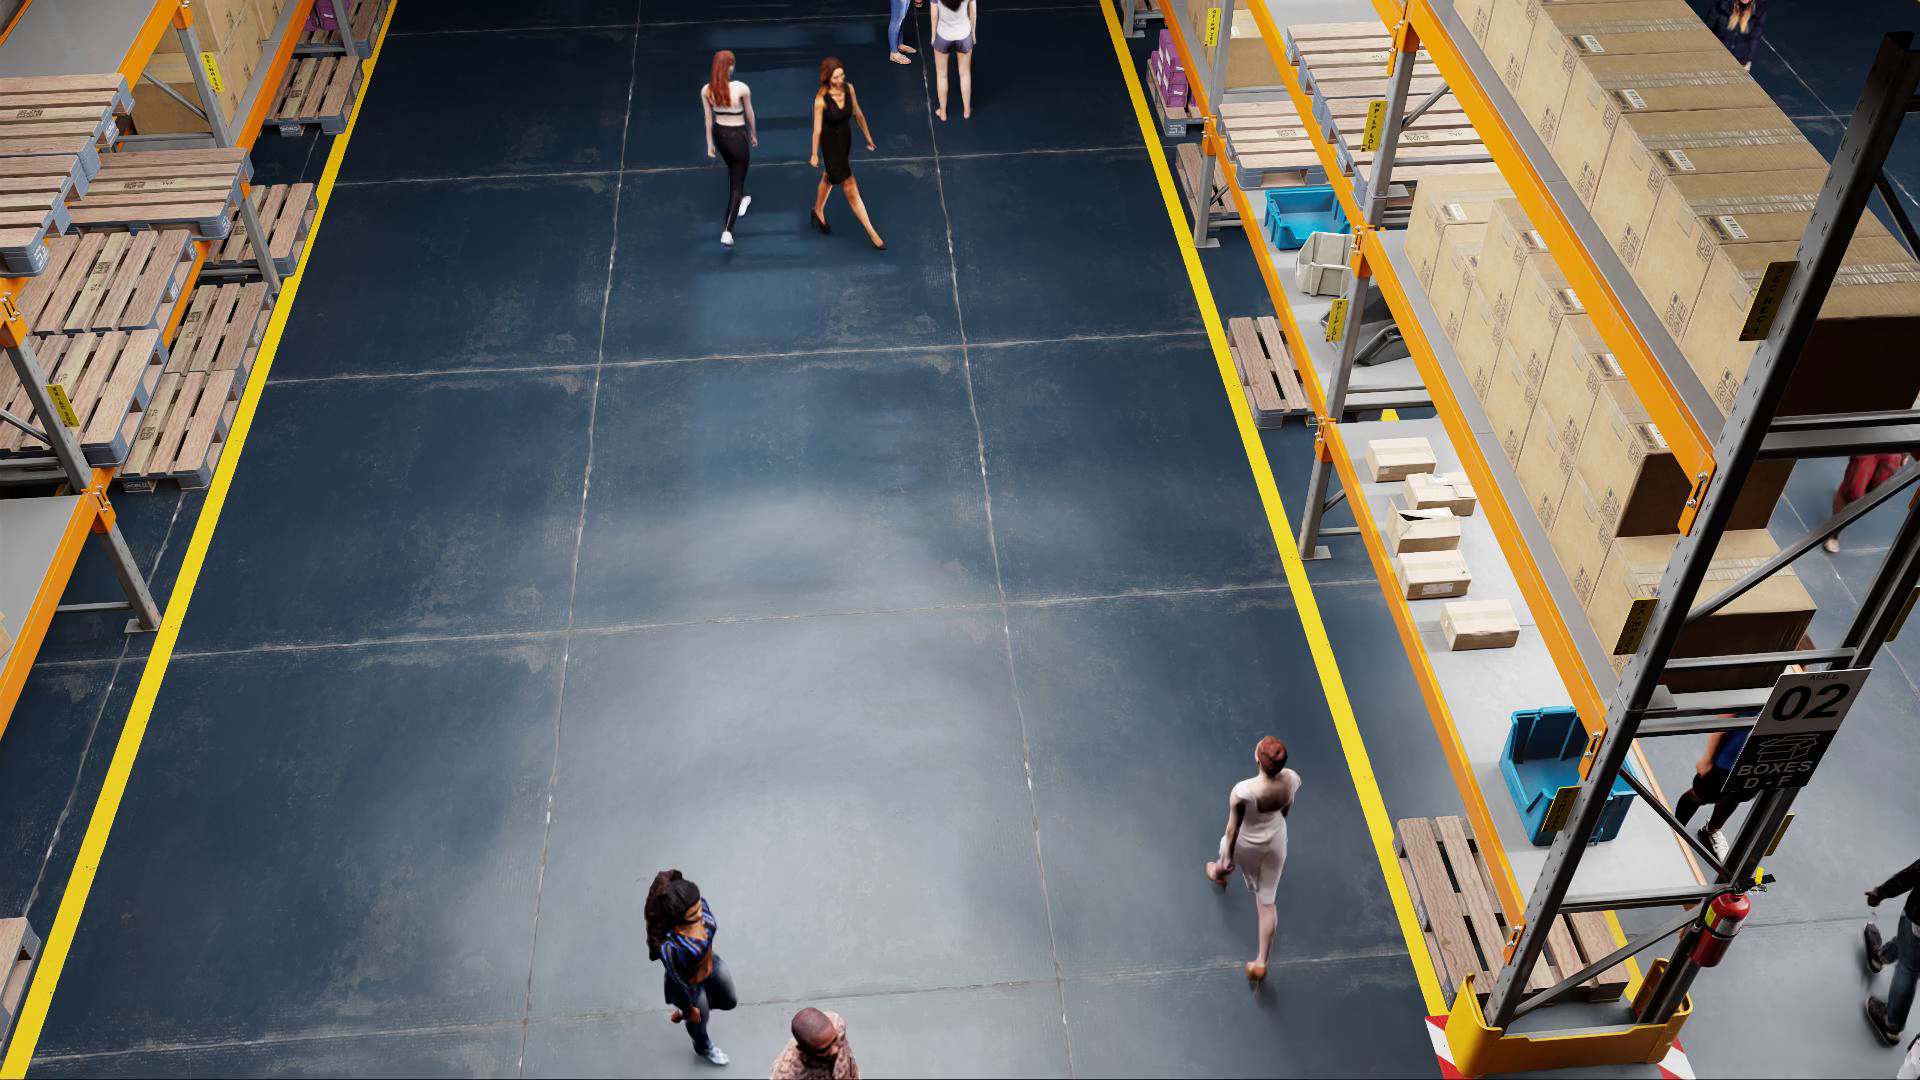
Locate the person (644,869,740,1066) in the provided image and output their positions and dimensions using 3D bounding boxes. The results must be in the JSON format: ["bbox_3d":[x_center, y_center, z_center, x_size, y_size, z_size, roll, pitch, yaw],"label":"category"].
[{"bbox_3d":[-1.432,2.231,8.585,0.810,1.610,0.733,17,46,17],"label":"person"}]

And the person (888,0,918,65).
[{"bbox_3d":[-0.617,-5.655,16.860,0.707,1.614,0.553,9,44,10],"label":"person"}]

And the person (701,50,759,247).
[{"bbox_3d":[-1.979,-3.350,14.372,0.808,1.709,1.240,7,44,8],"label":"person"}]

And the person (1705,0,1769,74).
[{"bbox_3d":[7.212,-4.599,15.731,0.836,1.643,1.069,7,44,7],"label":"person"}]

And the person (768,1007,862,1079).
[{"bbox_3d":[-0.749,2.708,7.952,0.923,1.792,0.860,22,48,22],"label":"person"}]

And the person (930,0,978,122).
[{"bbox_3d":[-0.074,-4.841,15.939,0.601,1.706,0.520,-6,44,-6],"label":"person"}]

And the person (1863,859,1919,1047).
[{"bbox_3d":[5.131,2.043,8.648,0.746,1.795,0.973,-1,44,-1],"label":"person"}]

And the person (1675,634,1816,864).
[{"bbox_3d":[4.469,1.196,9.487,0.636,1.864,0.556,-3,44,-3],"label":"person"}]

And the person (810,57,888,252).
[{"bbox_3d":[-1.129,-3.339,14.307,1.223,1.781,1.159,28,50,26],"label":"person"}]

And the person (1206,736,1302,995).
[{"bbox_3d":[1.636,1.749,8.998,0.696,1.738,1.134,-10,44,-10],"label":"person"}]
